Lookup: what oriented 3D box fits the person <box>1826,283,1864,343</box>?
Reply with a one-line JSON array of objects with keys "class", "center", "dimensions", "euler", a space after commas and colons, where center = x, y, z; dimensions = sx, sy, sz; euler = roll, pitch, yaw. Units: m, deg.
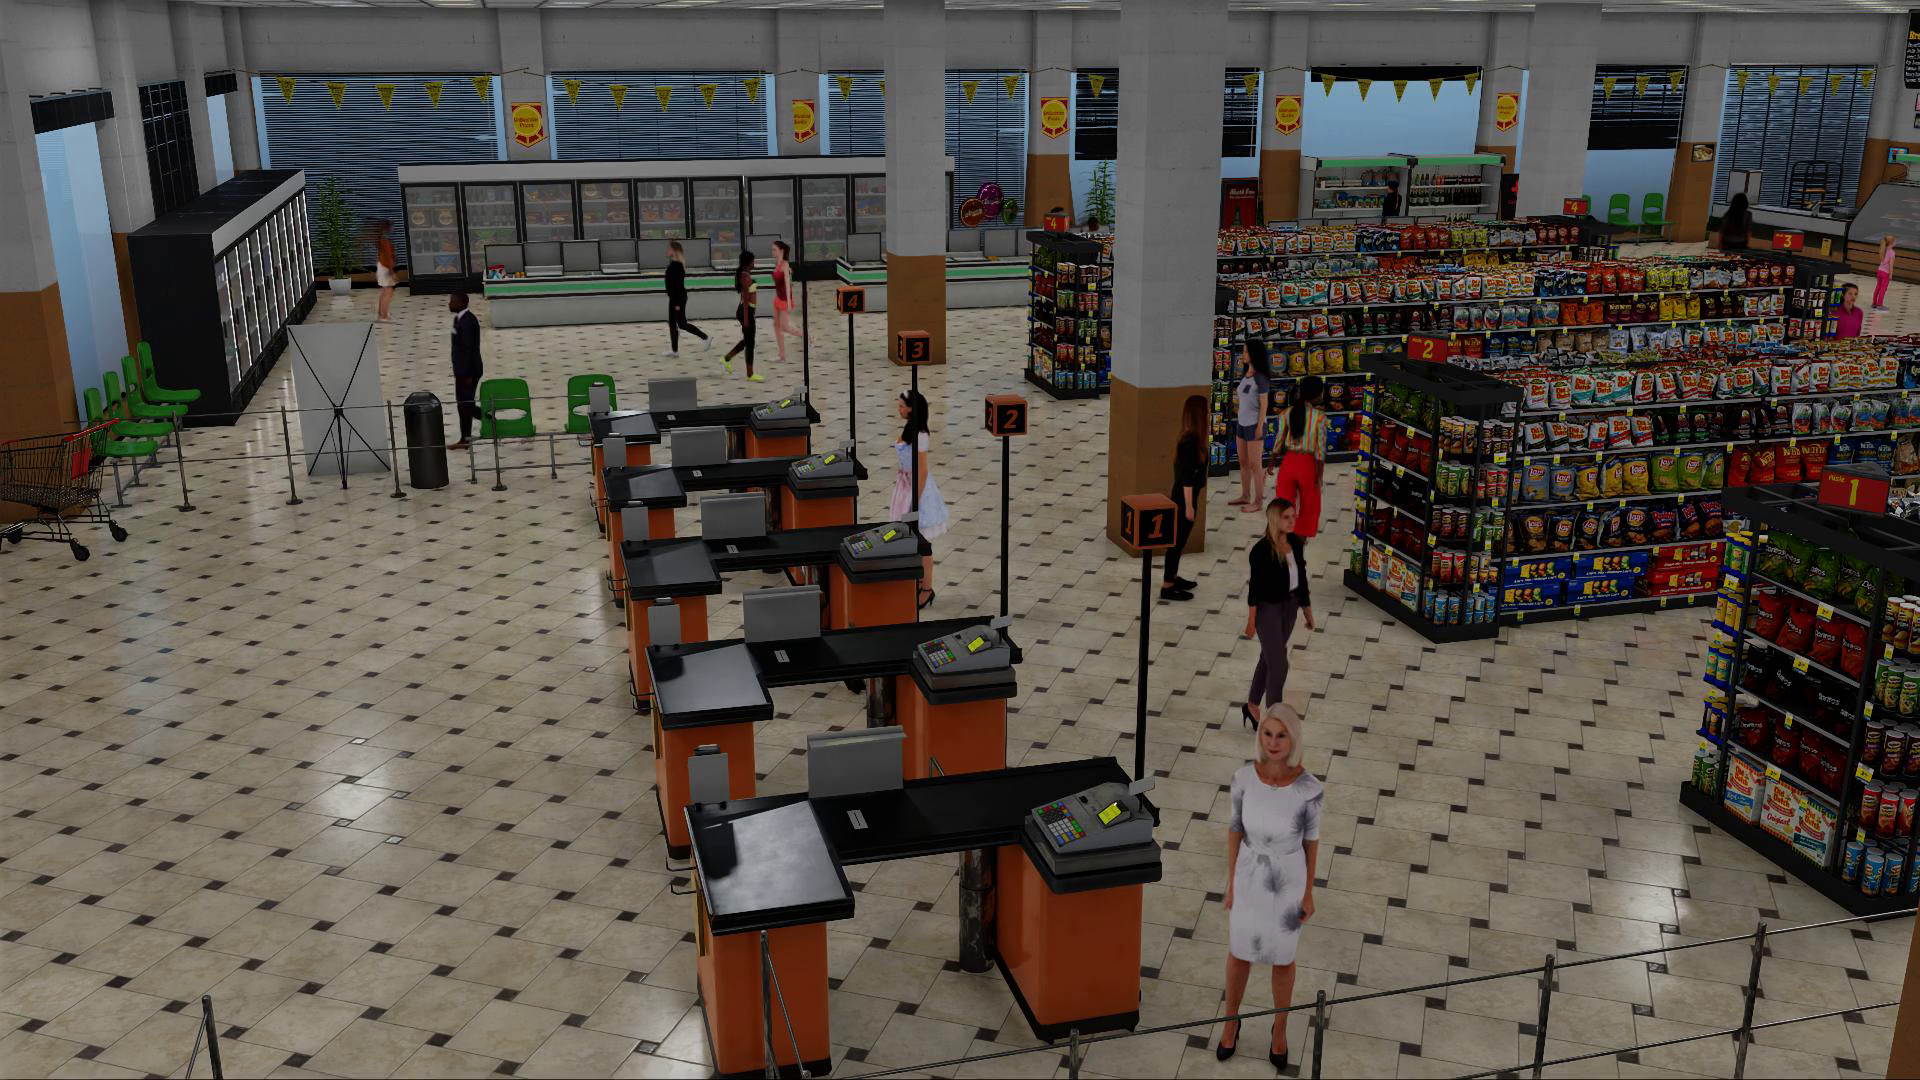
[{"class": "person", "center": [10.609, -2.271, 20.144], "dimensions": [0.736, 1.682, 0.729], "euler": [-1, 17, -4]}]

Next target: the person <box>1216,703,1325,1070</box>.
[{"class": "person", "center": [1.387, 1.543, 7.472], "dimensions": [0.606, 1.747, 0.705], "euler": [5, 18, 15]}]

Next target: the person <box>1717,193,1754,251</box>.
[{"class": "person", "center": [13.828, -5.226, 29.683], "dimensions": [1.171, 1.793, 1.072], "euler": [4, 17, 13]}]

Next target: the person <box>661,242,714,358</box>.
[{"class": "person", "center": [-3.982, -3.455, 24.081], "dimensions": [1.013, 1.660, 0.671], "euler": [-3, 17, -8]}]

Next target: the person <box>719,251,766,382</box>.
[{"class": "person", "center": [-2.980, -3.032, 22.539], "dimensions": [0.843, 1.746, 0.633], "euler": [-2, 17, -7]}]

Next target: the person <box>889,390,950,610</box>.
[{"class": "person", "center": [-0.360, -0.328, 13.521], "dimensions": [0.689, 1.813, 0.672], "euler": [-4, 17, -14]}]

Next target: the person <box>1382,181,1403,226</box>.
[{"class": "person", "center": [8.845, -6.521, 34.158], "dimensions": [0.746, 1.671, 0.864], "euler": [-16, 23, -42]}]

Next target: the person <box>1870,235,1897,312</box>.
[{"class": "person", "center": [15.815, -4.579, 28.449], "dimensions": [0.543, 1.272, 0.514], "euler": [-1, 17, -3]}]

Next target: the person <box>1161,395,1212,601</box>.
[{"class": "person", "center": [1.857, -0.361, 13.816], "dimensions": [0.719, 1.704, 0.704], "euler": [3, 17, 11]}]

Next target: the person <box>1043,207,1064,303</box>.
[{"class": "person", "center": [1.474, -4.501, 27.224], "dimensions": [0.747, 1.836, 0.730], "euler": [-10, 19, -29]}]

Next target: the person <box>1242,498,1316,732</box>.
[{"class": "person", "center": [2.017, 0.510, 11.034], "dimensions": [0.791, 1.653, 0.830], "euler": [-15, 22, -40]}]

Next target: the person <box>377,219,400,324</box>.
[{"class": "person", "center": [-9.368, -4.364, 27.047], "dimensions": [0.698, 1.676, 0.833], "euler": [-14, 22, -38]}]

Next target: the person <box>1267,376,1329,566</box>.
[{"class": "person", "center": [2.859, -0.479, 14.108], "dimensions": [0.908, 1.760, 0.965], "euler": [6, 18, 18]}]

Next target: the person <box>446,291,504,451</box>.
[{"class": "person", "center": [-5.445, -1.879, 18.643], "dimensions": [0.913, 1.805, 0.688], "euler": [-4, 17, -13]}]

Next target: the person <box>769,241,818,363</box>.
[{"class": "person", "center": [-2.437, -3.395, 23.770], "dimensions": [0.945, 1.727, 0.653], "euler": [-7, 18, -21]}]

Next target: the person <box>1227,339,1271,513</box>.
[{"class": "person", "center": [2.871, -1.136, 16.365], "dimensions": [0.522, 1.706, 0.602], "euler": [-6, 18, -18]}]
